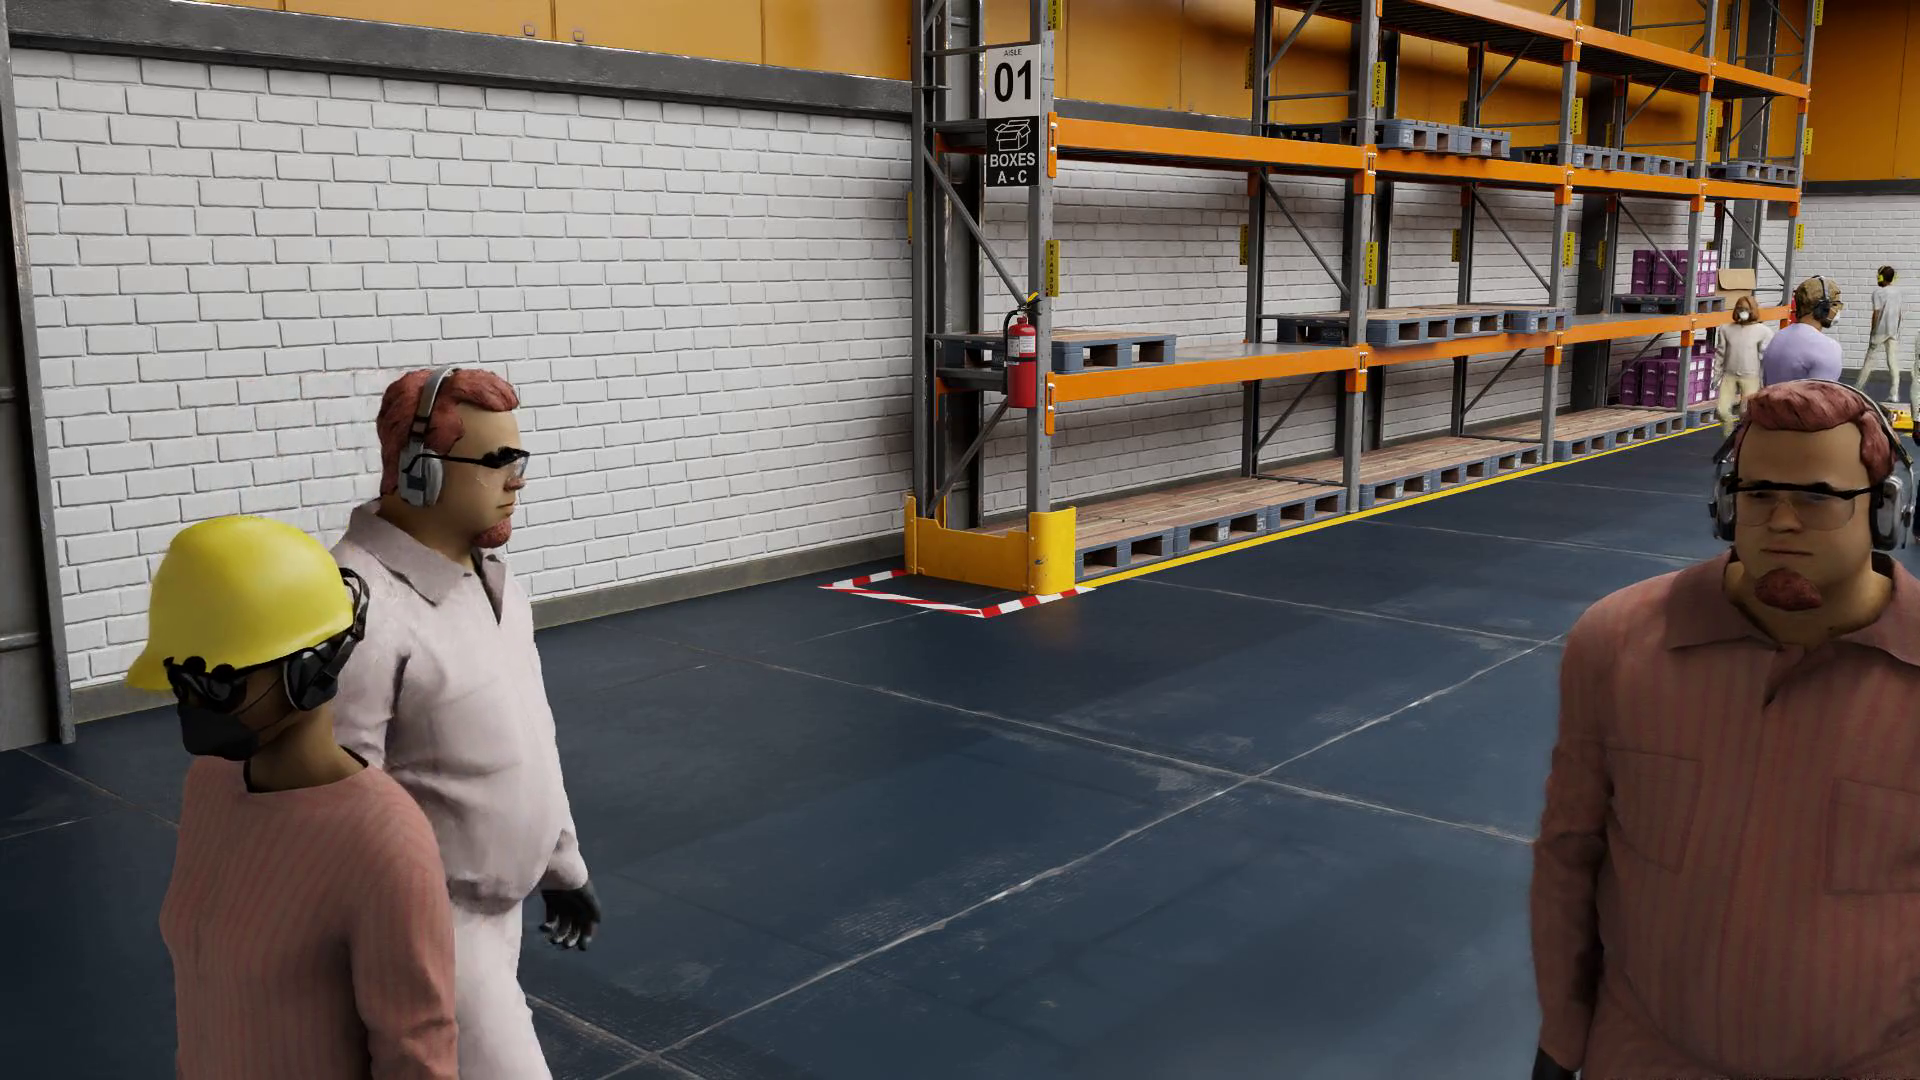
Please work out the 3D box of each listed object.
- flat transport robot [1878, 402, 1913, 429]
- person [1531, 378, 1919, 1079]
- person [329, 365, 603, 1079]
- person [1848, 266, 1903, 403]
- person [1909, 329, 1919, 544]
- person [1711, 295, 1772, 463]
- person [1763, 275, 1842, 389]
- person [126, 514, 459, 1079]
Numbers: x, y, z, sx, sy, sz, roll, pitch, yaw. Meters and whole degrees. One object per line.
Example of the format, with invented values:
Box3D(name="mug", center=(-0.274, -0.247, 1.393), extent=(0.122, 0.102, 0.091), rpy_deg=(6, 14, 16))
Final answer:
Box3D(name="flat transport robot", center=(11.132, -1.451, 19.376), extent=(0.652, 0.197, 1.431), rpy_deg=(4, 11, 22))
Box3D(name="person", center=(1.097, 0.733, 2.291), extent=(0.642, 1.909, 0.399), rpy_deg=(6, 12, 33))
Box3D(name="person", center=(-0.826, 0.651, 2.825), extent=(0.567, 1.884, 0.676), rpy_deg=(0, 10, 1))
Box3D(name="person", center=(12.532, -2.793, 22.629), extent=(0.577, 1.826, 0.869), rpy_deg=(-2, 10, -13))
Box3D(name="person", center=(6.740, -0.852, 11.224), extent=(0.619, 1.938, 1.034), rpy_deg=(5, 11, 27))
Box3D(name="person", center=(7.536, -1.549, 16.077), extent=(0.526, 1.617, 0.351), rpy_deg=(8, 13, 38))
Box3D(name="person", center=(4.562, -0.467, 9.076), extent=(0.368, 1.932, 0.623), rpy_deg=(0, 10, 2))
Box3D(name="person", center=(-0.840, 0.835, 2.123), extent=(0.522, 1.765, 0.317), rpy_deg=(7, 12, 35))
